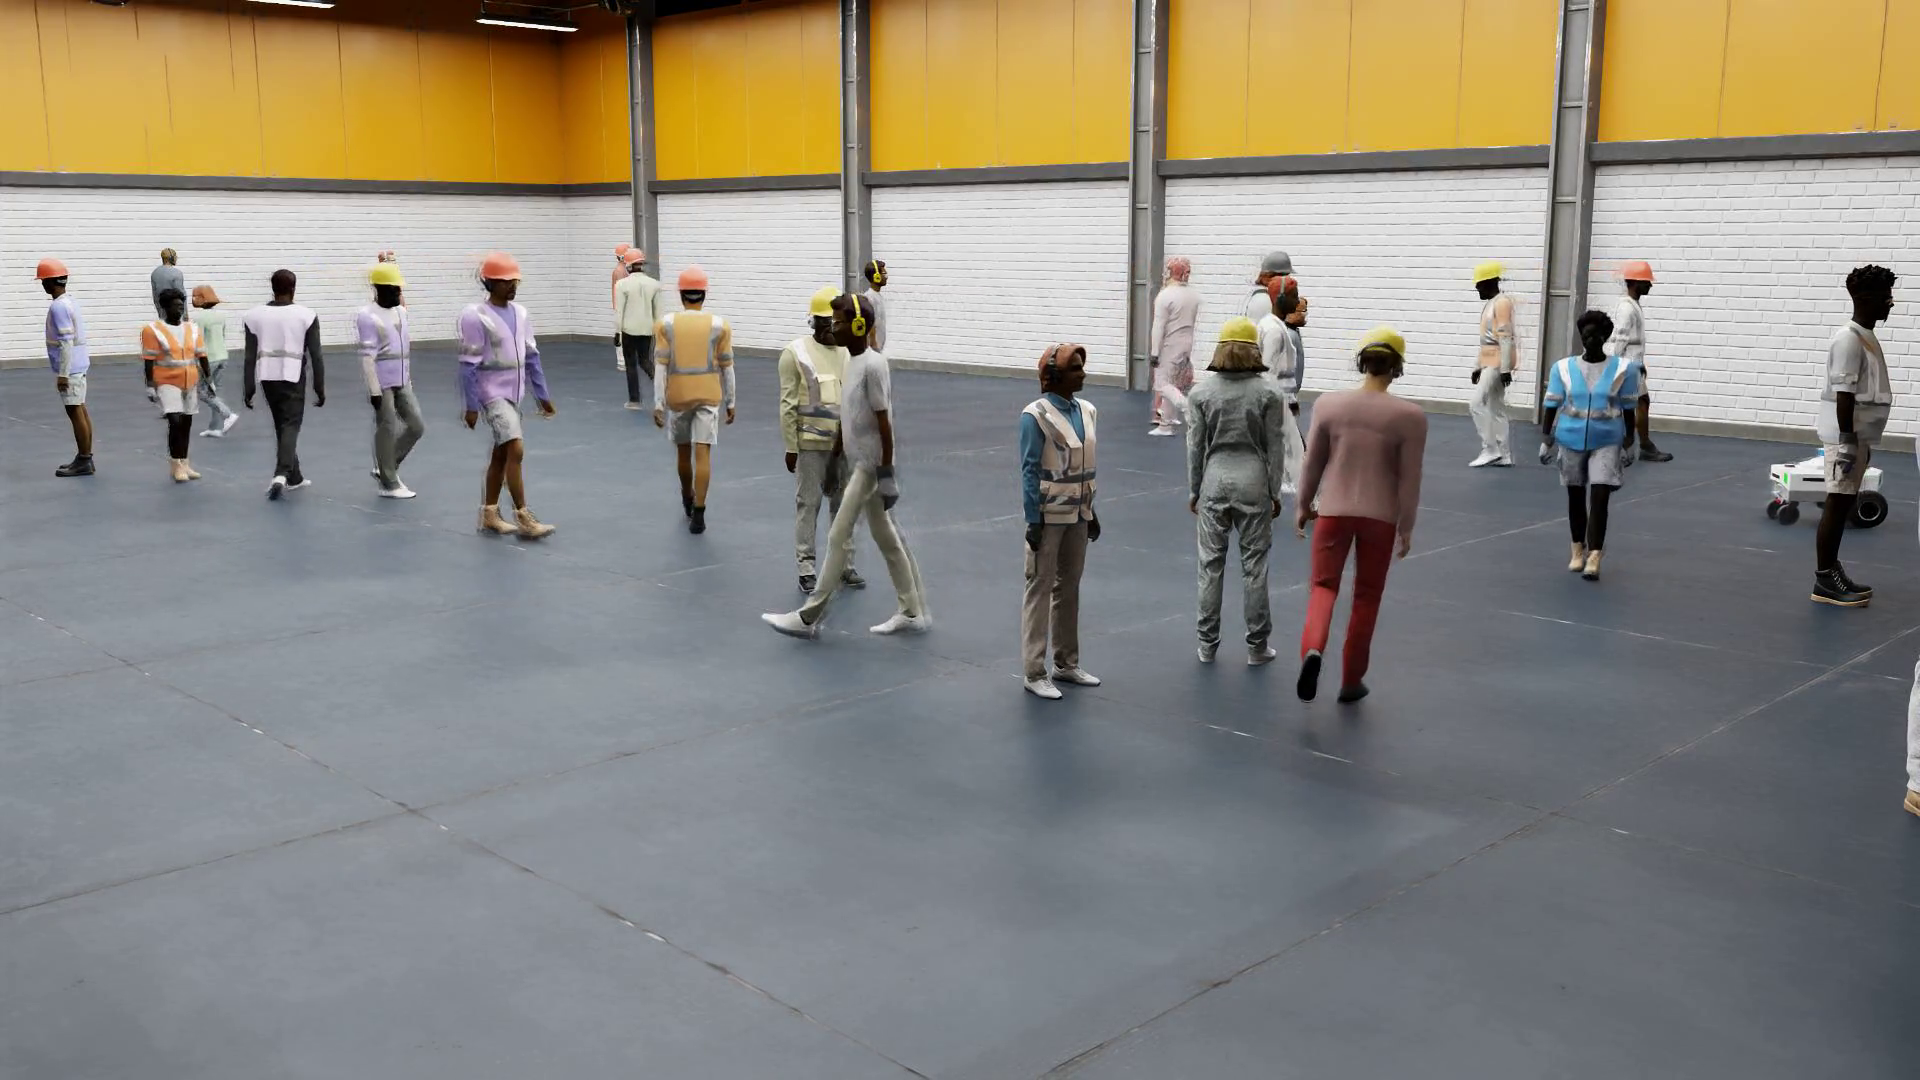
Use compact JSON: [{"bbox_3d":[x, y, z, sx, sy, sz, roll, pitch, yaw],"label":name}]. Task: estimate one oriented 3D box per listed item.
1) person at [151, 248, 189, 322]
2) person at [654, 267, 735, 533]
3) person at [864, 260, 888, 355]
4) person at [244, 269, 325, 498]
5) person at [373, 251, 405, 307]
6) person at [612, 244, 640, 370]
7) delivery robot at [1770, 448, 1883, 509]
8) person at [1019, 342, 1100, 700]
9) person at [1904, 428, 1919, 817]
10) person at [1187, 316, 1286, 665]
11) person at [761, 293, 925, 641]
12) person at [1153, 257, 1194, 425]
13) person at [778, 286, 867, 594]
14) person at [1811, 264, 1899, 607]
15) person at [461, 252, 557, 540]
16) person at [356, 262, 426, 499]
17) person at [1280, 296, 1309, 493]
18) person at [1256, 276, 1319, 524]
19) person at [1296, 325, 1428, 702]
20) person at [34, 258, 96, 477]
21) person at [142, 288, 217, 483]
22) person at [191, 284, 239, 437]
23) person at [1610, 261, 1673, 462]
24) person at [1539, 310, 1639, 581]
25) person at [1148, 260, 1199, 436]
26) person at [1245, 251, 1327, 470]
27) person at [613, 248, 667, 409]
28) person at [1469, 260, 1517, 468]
[{"bbox_3d":[-12.138,-3.523,25.632,0.636,1.939,0.365,5,11,24],"label":"person"},{"bbox_3d":[-1.938,-1.043,12.222,0.572,1.890,0.981,-1,10,-5],"label":"person"},{"bbox_3d":[-0.869,-1.976,17.373,0.328,1.877,0.515,0,10,-1],"label":"person"},{"bbox_3d":[-5.576,-1.286,13.679,0.621,1.870,0.937,0,10,0],"label":"person"},{"bbox_3d":[-8.169,-3.180,23.850,0.407,1.910,0.638,-5,12,-26],"label":"person"},{"bbox_3d":[-5.314,-3.683,26.354,0.381,1.994,0.613,-3,11,-16],"label":"person"},{"bbox_3d":[6.416,-0.438,12.334,0.707,0.478,0.477,2,10,9],"label":"delivery robot"},{"bbox_3d":[0.464,-0.095,7.747,0.307,1.645,0.519,9,13,39],"label":"person"},{"bbox_3d":[3.744,0.126,6.023,0.621,1.838,0.429,-3,11,-18],"label":"person"},{"bbox_3d":[1.376,-0.242,8.301,0.483,1.735,0.313,3,11,18],"label":"person"},{"bbox_3d":[-0.611,-0.371,8.744,0.947,1.820,0.562,-3,11,-14],"label":"person"},{"bbox_3d":[2.375,-2.197,18.546,0.475,1.881,0.760,1,10,3],"label":"person"},{"bbox_3d":[-0.787,-0.596,9.965,0.600,1.829,0.404,-7,13,-34],"label":"person"},{"bbox_3d":[5.193,-0.609,9.669,0.368,1.966,0.603,7,12,33],"label":"person"},{"bbox_3d":[-3.101,-1.000,11.695,0.890,2.012,0.612,4,11,21],"label":"person"},{"bbox_3d":[-4.591,-1.278,13.450,0.416,1.912,0.619,3,11,17],"label":"person"},{"bbox_3d":[2.746,-1.212,13.863,0.268,1.632,0.507,2,11,9],"label":"person"},{"bbox_3d":[2.340,-1.027,12.321,0.978,1.840,0.595,1,10,4],"label":"person"},{"bbox_3d":[1.770,-0.087,7.447,0.571,1.730,0.620,5,11,25],"label":"person"},{"bbox_3d":[-7.941,-1.526,14.761,0.376,1.934,0.546,-3,11,-18],"label":"person"},{"bbox_3d":[-6.736,-1.331,14.369,0.518,1.668,0.554,5,12,27],"label":"person"},{"bbox_3d":[-7.877,-1.878,17.522,0.498,1.623,0.521,2,11,12],"label":"person"},{"bbox_3d":[6.295,-1.705,15.840,0.962,1.900,0.550,4,11,22],"label":"person"},{"bbox_3d":[3.868,-0.577,10.296,0.555,1.658,0.803,6,12,28],"label":"person"},{"bbox_3d":[2.290,-1.996,17.494,0.694,1.882,0.652,9,14,41],"label":"person"},{"bbox_3d":[2.815,-1.578,14.750,1.010,2.000,0.698,2,11,9],"label":"person"},{"bbox_3d":[-3.917,-2.567,20.312,0.620,1.977,0.588,-10,14,-43],"label":"person"},{"bbox_3d":[4.864,-1.609,15.292,0.556,1.896,0.631,2,11,8],"label":"person"}]
